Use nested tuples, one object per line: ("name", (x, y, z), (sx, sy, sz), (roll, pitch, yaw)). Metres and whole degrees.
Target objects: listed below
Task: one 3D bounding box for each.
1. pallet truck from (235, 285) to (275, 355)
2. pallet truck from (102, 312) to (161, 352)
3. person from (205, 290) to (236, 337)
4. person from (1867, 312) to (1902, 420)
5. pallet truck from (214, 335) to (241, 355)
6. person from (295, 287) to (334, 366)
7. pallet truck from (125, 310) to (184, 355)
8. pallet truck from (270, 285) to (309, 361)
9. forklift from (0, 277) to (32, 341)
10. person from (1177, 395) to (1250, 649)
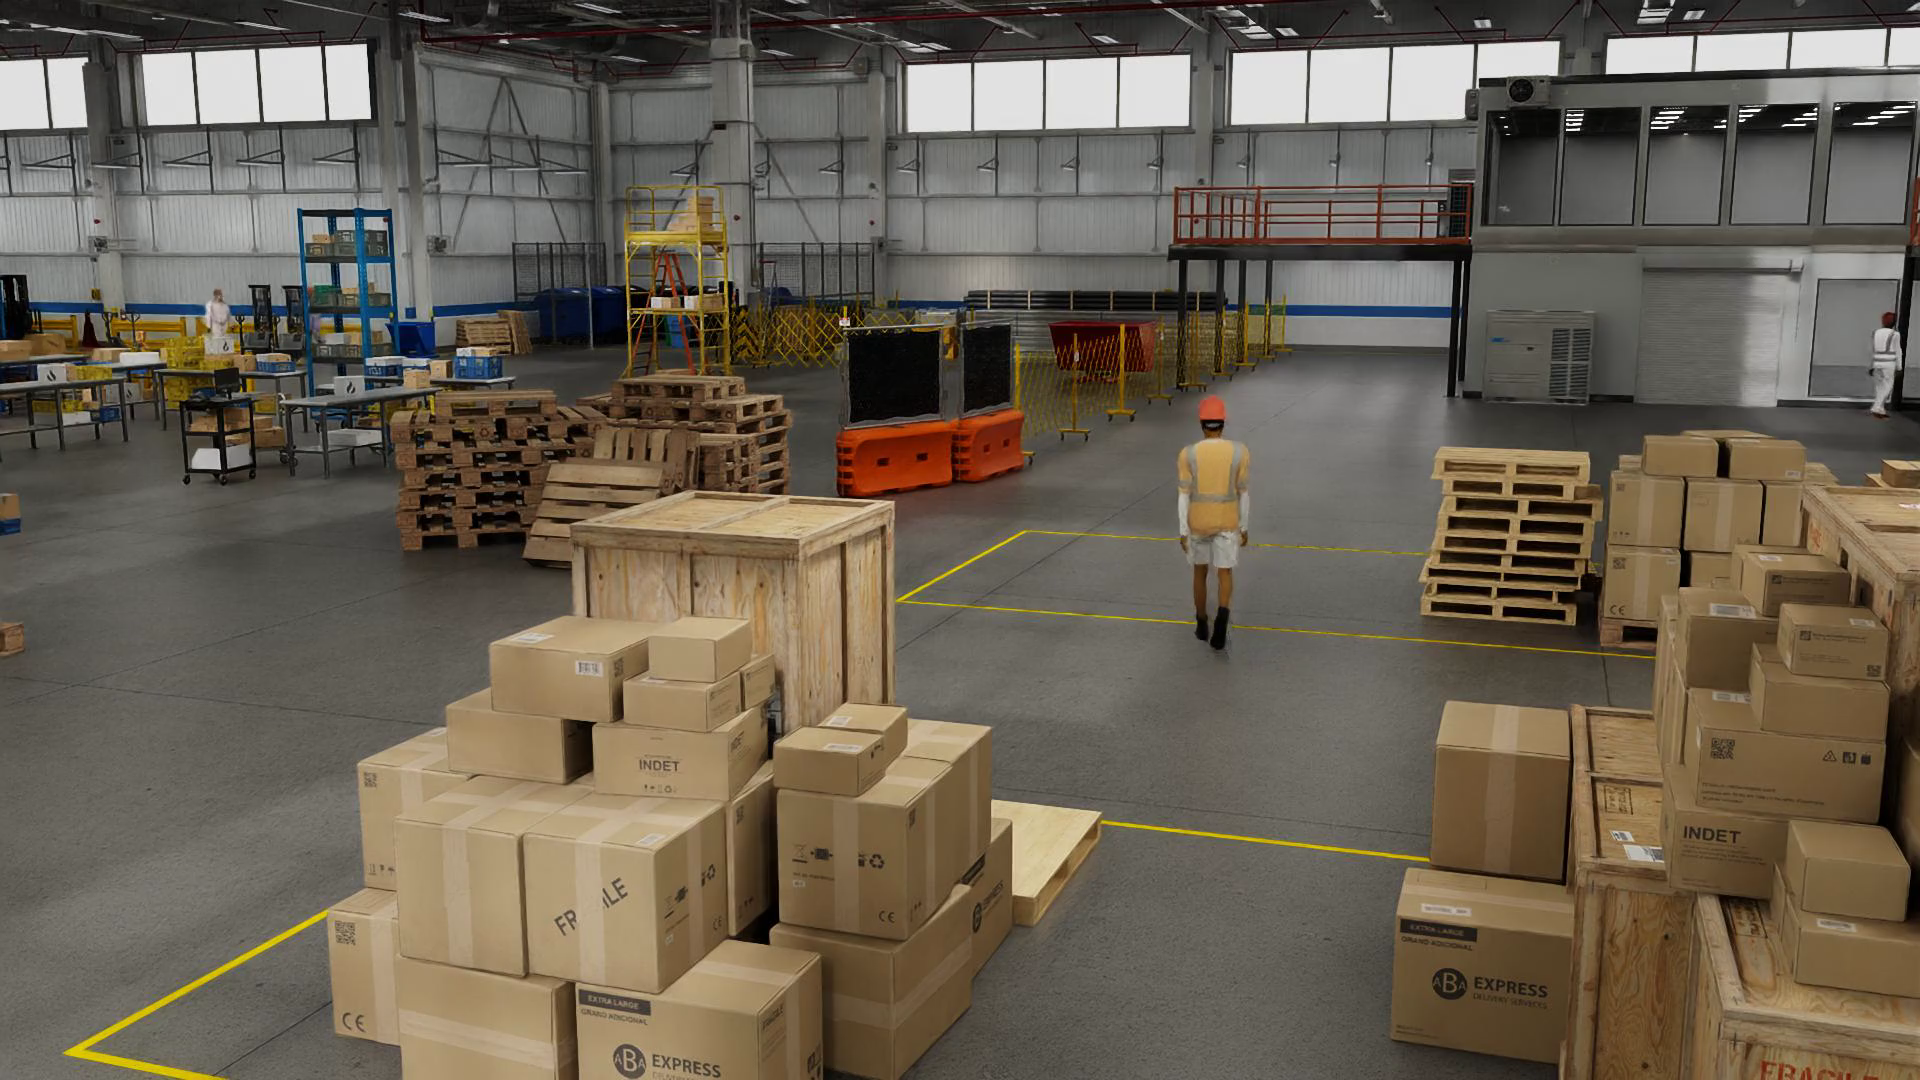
("pallet truck", (-18.327, -5.835, 44.421), (0.823, 1.965, 1.885), (4, 11, 23))
("pallet truck", (-23.057, -5.777, 46.261), (0.680, 1.201, 1.601), (3, 11, 19))
("person", (-19.232, -5.574, 43.332), (0.976, 1.854, 0.660), (5, 11, 27))
("person", (16.032, -3.008, 28.845), (0.537, 1.880, 0.587), (-4, 11, -22))
("pallet truck", (-19.537, -5.575, 44.913), (0.653, 1.274, 1.630), (3, 11, 19))
("person", (-16.209, -5.341, 41.673), (1.038, 1.996, 0.626), (-5, 11, -28))
("pallet truck", (-22.038, -5.665, 45.457), (0.704, 1.261, 1.522), (3, 11, 17))
("pallet truck", (-17.147, -5.700, 43.663), (0.823, 1.965, 1.885), (3, 11, 17))
("forklift", (-27.151, -6.329, 46.328), (1.157, 1.987, 2.680), (3, 11, 17))
("person", (1.903, -0.129, 12.530), (0.552, 1.919, 0.806), (1, 10, 6))
